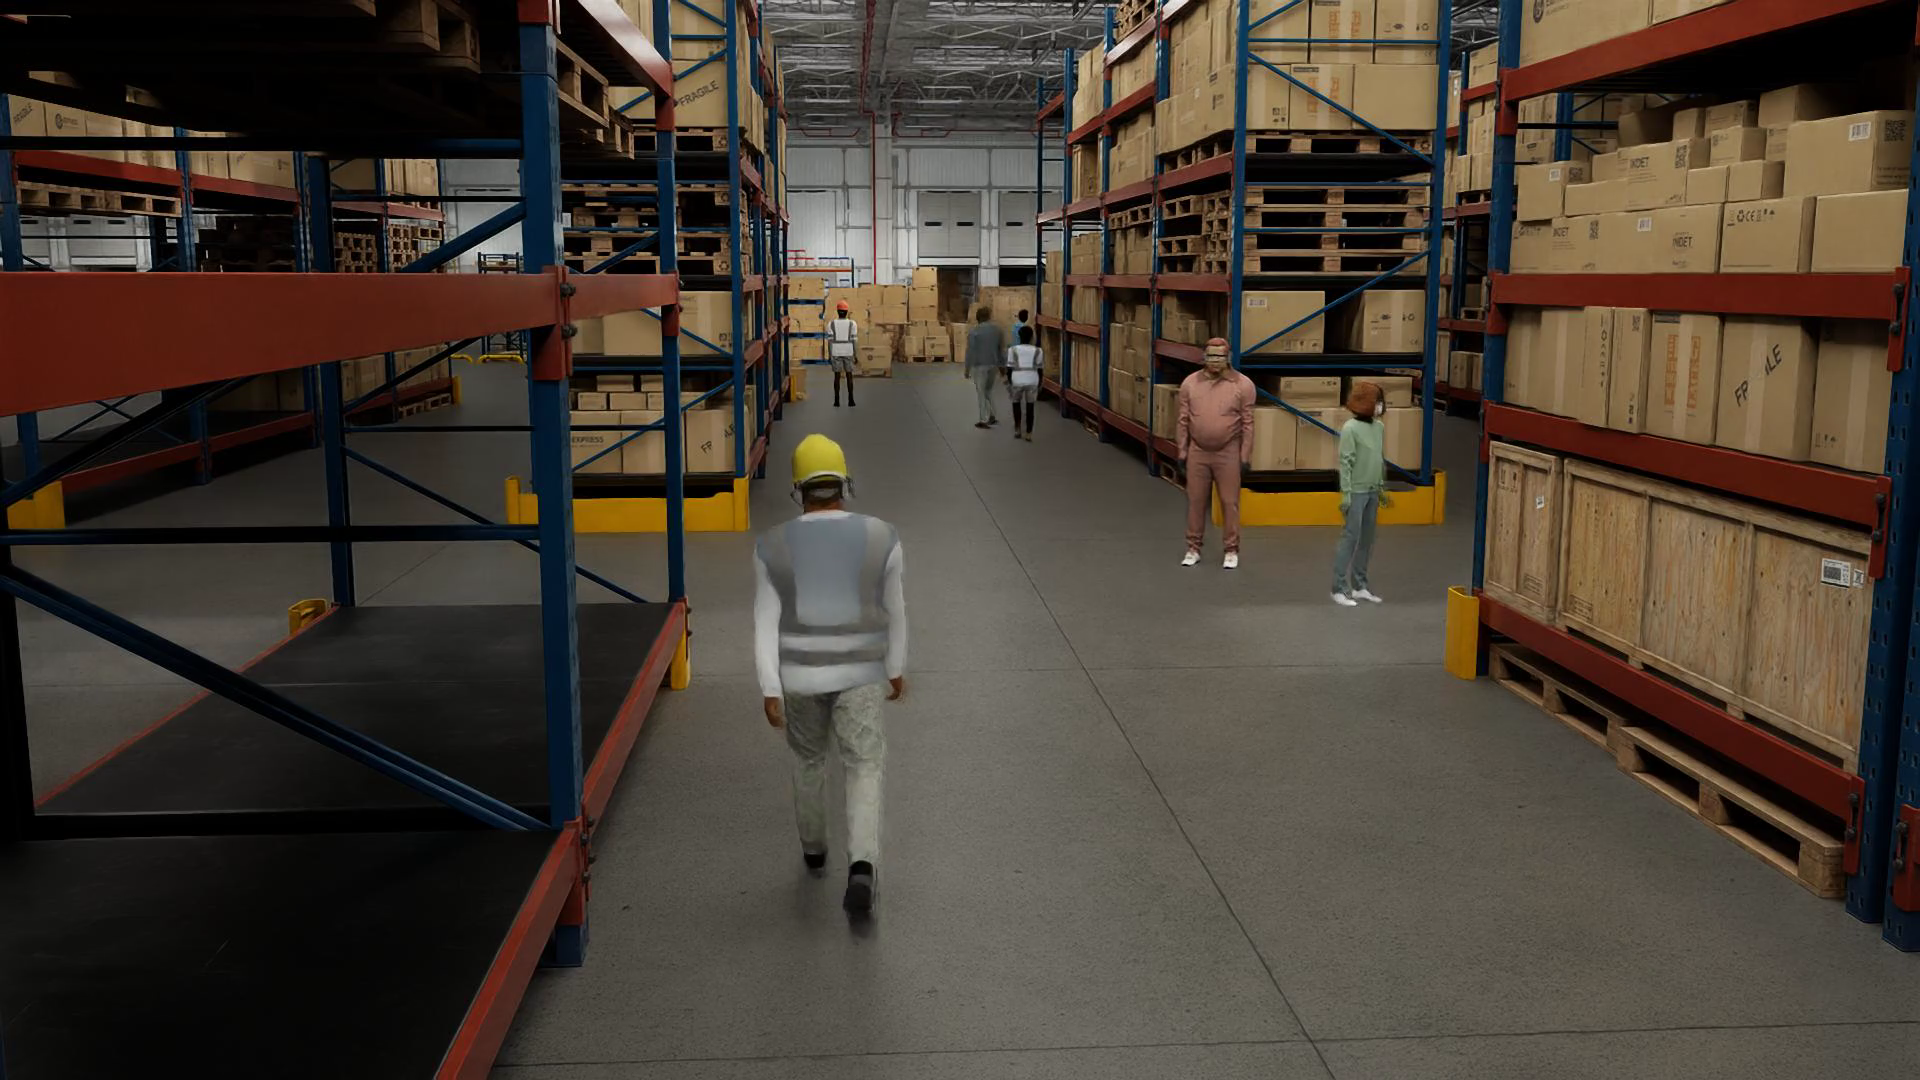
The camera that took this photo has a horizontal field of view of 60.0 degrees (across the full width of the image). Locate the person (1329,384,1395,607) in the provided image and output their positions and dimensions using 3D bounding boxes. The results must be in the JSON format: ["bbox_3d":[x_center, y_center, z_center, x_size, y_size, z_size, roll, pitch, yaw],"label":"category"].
[{"bbox_3d":[2.939,-0.322,12.151,0.353,1.627,0.527,9,13,44],"label":"person"}]

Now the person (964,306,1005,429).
[{"bbox_3d":[0.402,-2.707,26.134,0.663,1.913,0.452,-6,11,-34],"label":"person"}]

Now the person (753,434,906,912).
[{"bbox_3d":[-0.493,0.497,6.373,0.586,1.806,0.841,-1,9,-4],"label":"person"}]

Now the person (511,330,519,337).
[{"bbox_3d":[-17.207,-8.732,64.252,0.452,1.826,0.640,6,11,31],"label":"person"}]

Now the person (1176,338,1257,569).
[{"bbox_3d":[2.098,-0.710,13.678,0.651,1.899,0.398,4,10,23],"label":"person"}]

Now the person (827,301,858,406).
[{"bbox_3d":[-2.152,-3.416,30.529,0.551,1.935,0.371,0,9,-2],"label":"person"}]

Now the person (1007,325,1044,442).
[{"bbox_3d":[0.942,-2.283,24.241,0.557,1.671,0.693,-1,9,-4],"label":"person"}]

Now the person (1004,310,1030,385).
[{"bbox_3d":[1.313,-4.194,36.273,0.824,1.662,0.533,-7,11,-36],"label":"person"}]
